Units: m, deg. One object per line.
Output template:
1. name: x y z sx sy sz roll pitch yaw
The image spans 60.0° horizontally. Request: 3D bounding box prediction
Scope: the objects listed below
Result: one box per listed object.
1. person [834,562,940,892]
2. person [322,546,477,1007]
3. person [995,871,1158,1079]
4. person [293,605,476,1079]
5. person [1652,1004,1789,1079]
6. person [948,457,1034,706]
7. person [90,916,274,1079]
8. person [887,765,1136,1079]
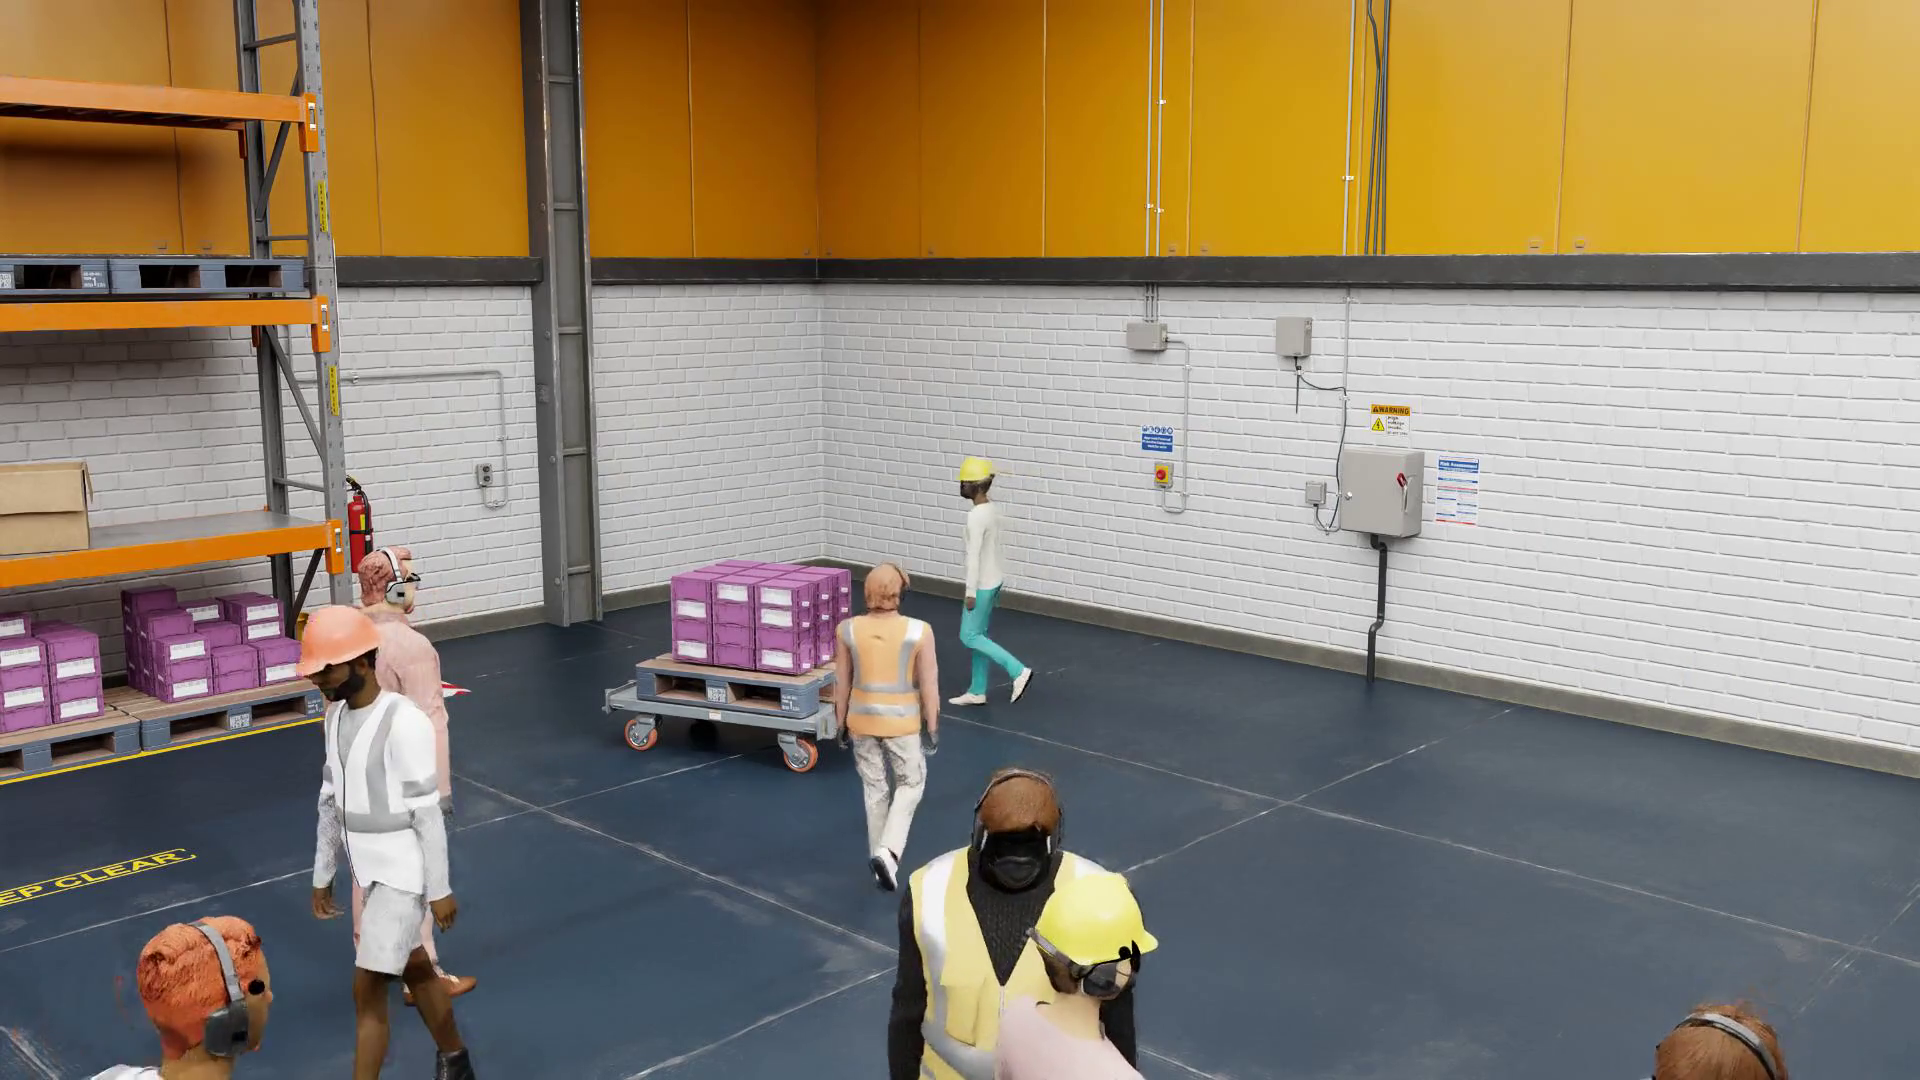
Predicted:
1. person: -0.373 0.923 8.052 0.542 1.622 0.514 2 10 15
2. person: -2.323 0.969 6.891 0.651 1.907 0.409 6 11 33
3. person: 0.272 1.573 3.617 0.316 1.766 0.534 -5 11 -29
4. person: -2.079 1.168 5.713 0.568 1.890 0.906 8 12 42
5. person: 1.386 1.675 3.070 1.073 1.745 0.638 -7 11 -36
6. person: 0.209 0.305 11.416 0.538 1.749 0.545 2 10 14
7. person: -1.367 1.606 3.096 0.578 1.872 0.413 7 12 37
8. person: 0.139 1.429 4.350 0.646 1.816 0.645 2 9 11
